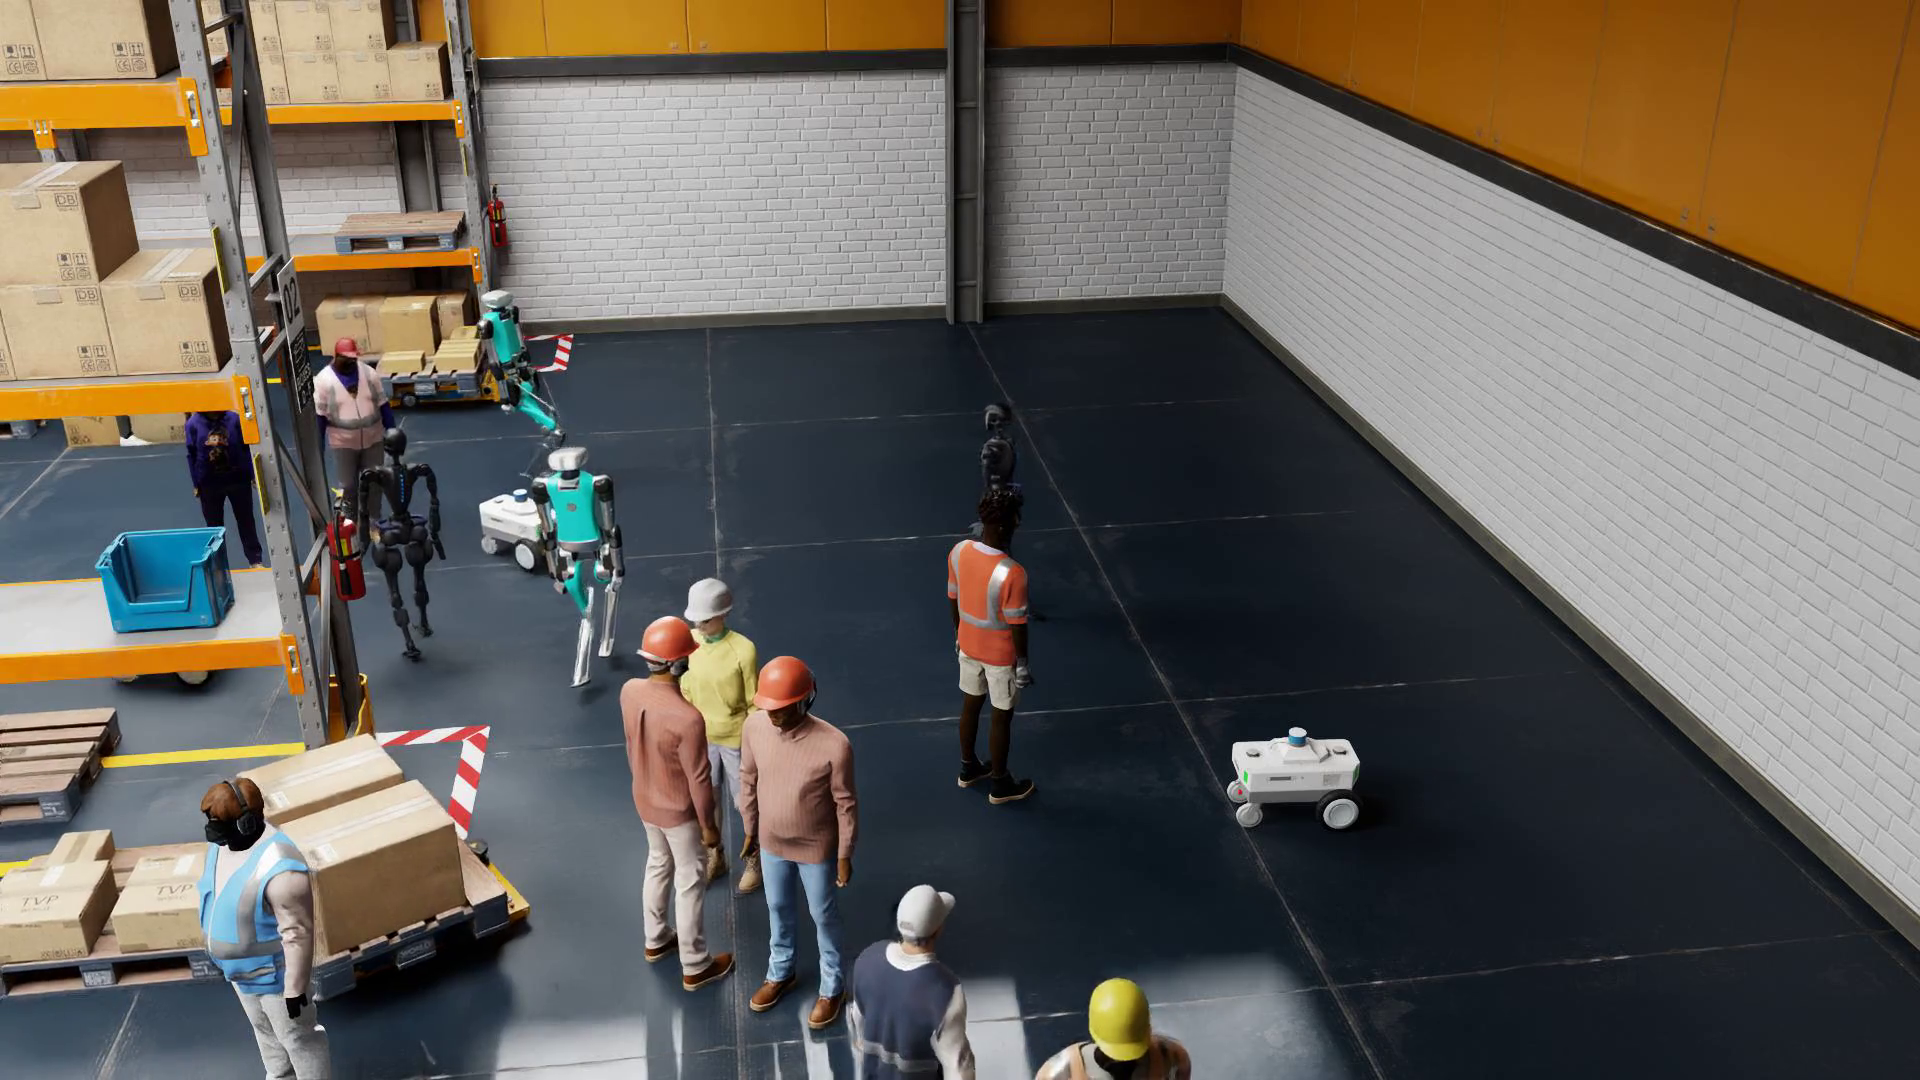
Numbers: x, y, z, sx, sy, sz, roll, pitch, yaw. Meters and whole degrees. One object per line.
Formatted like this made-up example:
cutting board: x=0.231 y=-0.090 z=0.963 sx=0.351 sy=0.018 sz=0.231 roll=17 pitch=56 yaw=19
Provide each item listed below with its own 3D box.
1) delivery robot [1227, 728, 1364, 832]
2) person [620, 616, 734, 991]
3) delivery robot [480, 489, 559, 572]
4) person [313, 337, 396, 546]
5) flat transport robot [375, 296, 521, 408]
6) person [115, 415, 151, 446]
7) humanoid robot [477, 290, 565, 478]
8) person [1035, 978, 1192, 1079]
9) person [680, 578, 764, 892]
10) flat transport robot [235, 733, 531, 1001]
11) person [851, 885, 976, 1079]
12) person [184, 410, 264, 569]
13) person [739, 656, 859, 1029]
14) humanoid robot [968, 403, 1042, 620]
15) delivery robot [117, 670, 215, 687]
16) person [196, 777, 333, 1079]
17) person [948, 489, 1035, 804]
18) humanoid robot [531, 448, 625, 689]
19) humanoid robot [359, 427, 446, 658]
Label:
delivery robot: x=2.006 y=1.405 z=9.864 sx=0.803 sy=0.614 sz=0.499 roll=-1 pitch=24 yaw=-3
person: x=-1.417 y=1.299 z=8.312 sx=0.406 sy=1.984 sz=0.614 roll=-22 pitch=32 yaw=-40
delivery robot: x=-3.456 y=-0.096 z=13.278 sx=0.784 sy=0.609 sz=0.499 roll=14 pitch=27 yaw=29
person: x=-4.854 y=-0.788 z=13.354 sx=0.649 sy=1.734 sz=0.441 roll=-16 pitch=28 yaw=-31
flat transport robot: x=-5.240 y=-1.569 z=16.971 sx=1.431 sy=0.231 sz=0.659 roll=-3 pitch=24 yaw=-8
person: x=-7.866 y=-1.797 z=15.499 sx=0.316 sy=1.869 sz=0.529 roll=-12 pitch=27 yaw=-26
humanoid robot: x=-3.713 y=-1.285 z=14.529 sx=0.892 sy=1.772 sz=0.532 roll=7 pitch=25 yaw=15
person: x=0.540 y=2.366 z=6.009 sx=0.603 sy=1.864 sz=1.009 roll=-3 pitch=24 yaw=-7
person: x=-1.288 y=1.061 z=8.979 sx=0.487 sy=1.889 sz=0.437 roll=10 pitch=26 yaw=21
flat transport robot: x=-3.079 y=2.026 z=8.781 sx=1.431 sy=0.231 sz=0.659 roll=-17 pitch=29 yaw=-34
person: x=-0.216 y=2.169 z=6.643 sx=0.744 sy=1.719 sz=0.797 roll=16 pitch=28 yaw=32
person: x=-5.622 y=-0.443 z=12.718 sx=0.452 sy=1.622 sz=0.348 roll=-14 pitch=27 yaw=-29
person: x=-0.787 y=1.442 z=7.967 sx=0.622 sy=1.991 sz=0.394 roll=11 pitch=26 yaw=23
humanoid robot: x=0.265 y=-0.214 z=12.187 sx=0.773 sy=1.629 sz=0.597 roll=10 pitch=26 yaw=21
delivery robot: x=-5.434 y=0.686 z=11.483 sx=0.789 sy=0.598 sz=0.499 roll=0 pitch=24 yaw=0
person: x=-3.028 y=1.845 z=7.237 sx=0.626 sy=1.844 sz=0.429 roll=18 pitch=29 yaw=35
person: x=0.193 y=0.626 z=9.862 sx=0.362 sy=1.963 sz=0.612 roll=-20 pitch=31 yaw=-38
humanoid robot: x=-2.514 y=0.139 z=11.269 sx=0.558 sy=1.740 sz=1.023 roll=0 pitch=24 yaw=0
humanoid robot: x=-3.943 y=0.003 z=11.684 sx=0.618 sy=1.643 sz=0.614 roll=-14 pitch=27 yaw=-29
